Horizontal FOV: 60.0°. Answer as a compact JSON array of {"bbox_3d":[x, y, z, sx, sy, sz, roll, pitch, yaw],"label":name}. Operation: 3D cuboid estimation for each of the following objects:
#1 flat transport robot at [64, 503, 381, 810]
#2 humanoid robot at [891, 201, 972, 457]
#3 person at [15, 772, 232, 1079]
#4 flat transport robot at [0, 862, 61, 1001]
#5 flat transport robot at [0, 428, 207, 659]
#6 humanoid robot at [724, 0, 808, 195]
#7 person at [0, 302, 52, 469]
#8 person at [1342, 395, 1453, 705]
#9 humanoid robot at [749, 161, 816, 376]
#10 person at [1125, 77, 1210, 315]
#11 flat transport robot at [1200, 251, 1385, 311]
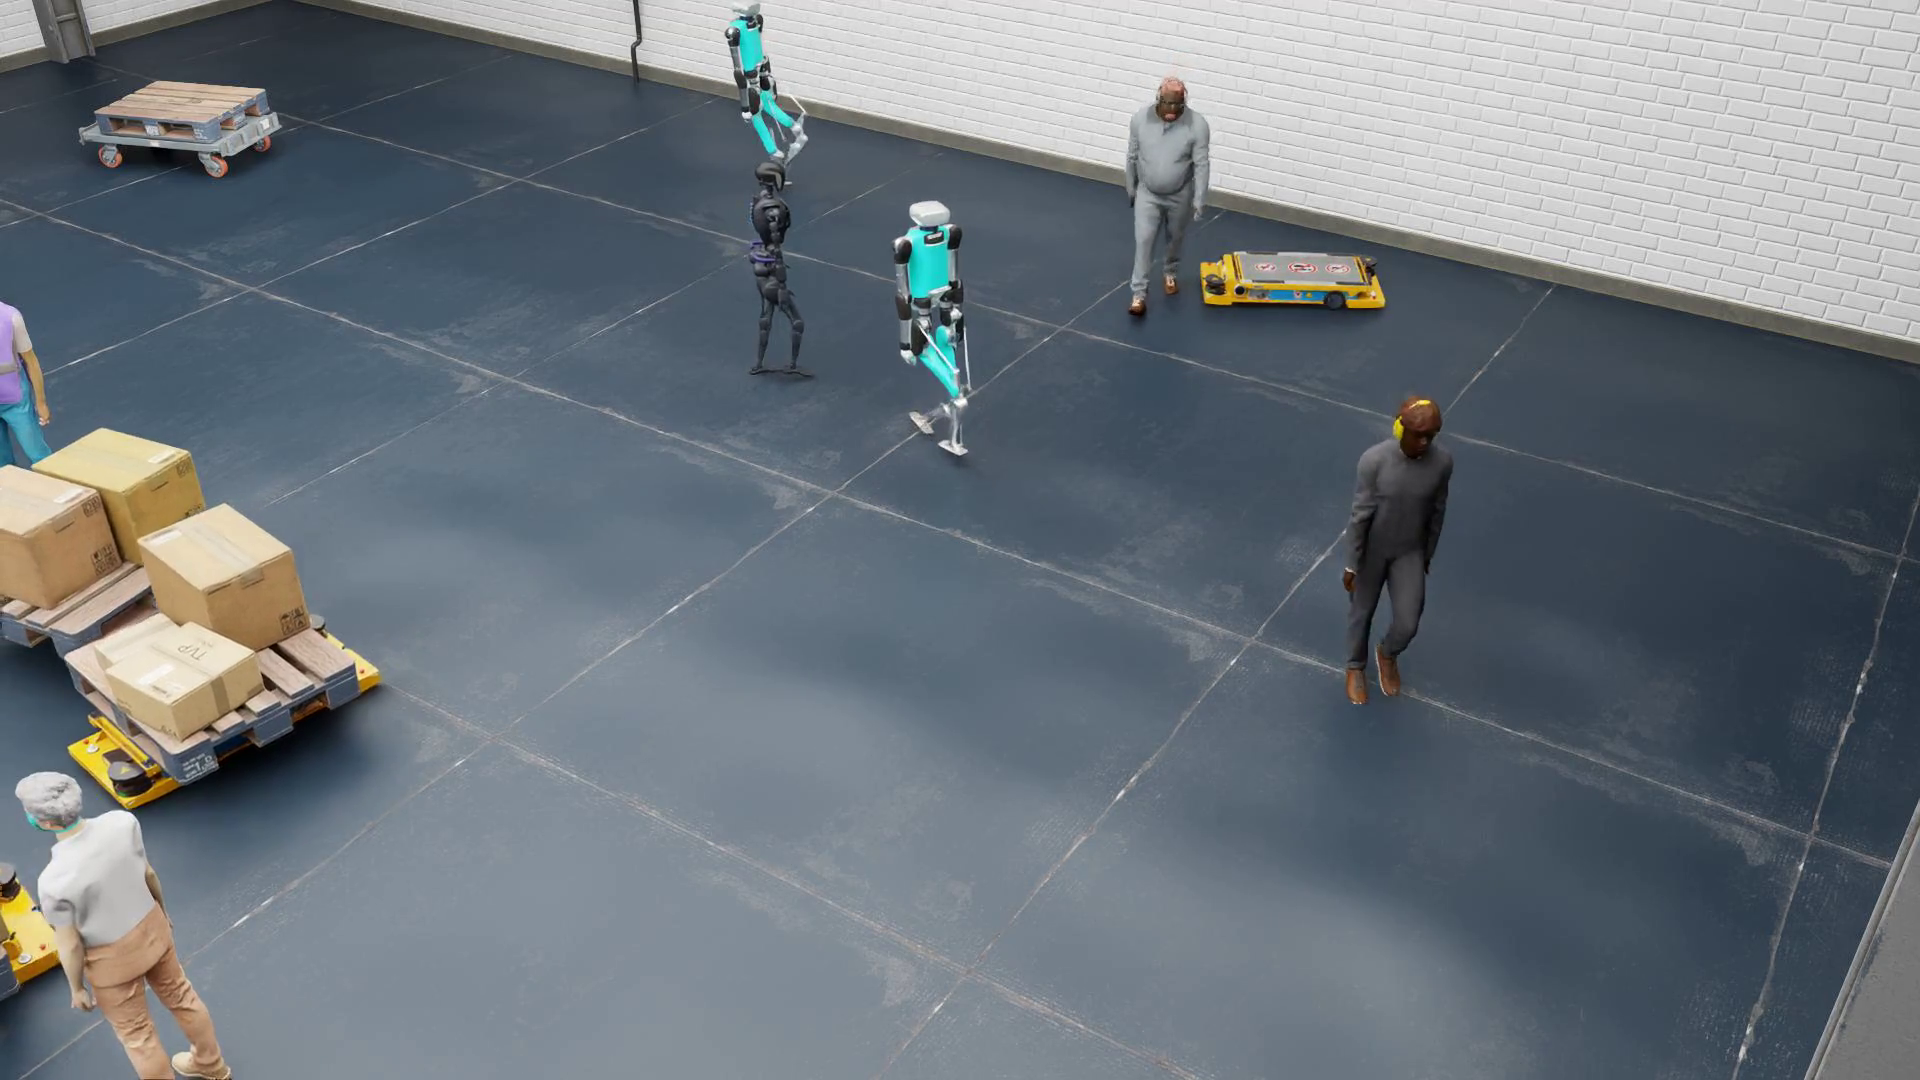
[{"bbox_3d":[-3.911,0.887,8.876,0.659,0.231,1.431,26,41,34],"label":"flat transport robot"},{"bbox_3d":[-0.090,-1.312,10.940,0.548,1.762,0.921,-25,40,-33],"label":"humanoid robot"},{"bbox_3d":[-3.248,1.577,6.449,0.337,1.739,0.477,10,34,16],"label":"person"},{"bbox_3d":[-4.744,1.957,7.211,1.431,0.231,0.659,-28,42,-36],"label":"flat transport robot"},{"bbox_3d":[-4.927,0.376,9.671,1.431,0.231,0.659,14,35,20],"label":"flat transport robot"},{"bbox_3d":[-1.681,-3.922,15.091,0.753,1.888,0.543,13,35,19],"label":"humanoid robot"},{"bbox_3d":[-5.842,-0.850,10.122,0.569,1.842,0.373,-3,33,-4],"label":"person"},{"bbox_3d":[2.246,0.078,8.670,0.513,1.857,0.449,3,33,4],"label":"person"},{"bbox_3d":[-1.334,-1.947,11.992,0.478,1.645,0.598,-8,34,-12],"label":"humanoid robot"},{"bbox_3d":[1.602,-2.696,13.006,0.672,1.865,0.865,6,33,9],"label":"person"},{"bbox_3d":[2.698,-2.115,13.547,1.431,0.231,0.659,2,33,3],"label":"flat transport robot"}]
